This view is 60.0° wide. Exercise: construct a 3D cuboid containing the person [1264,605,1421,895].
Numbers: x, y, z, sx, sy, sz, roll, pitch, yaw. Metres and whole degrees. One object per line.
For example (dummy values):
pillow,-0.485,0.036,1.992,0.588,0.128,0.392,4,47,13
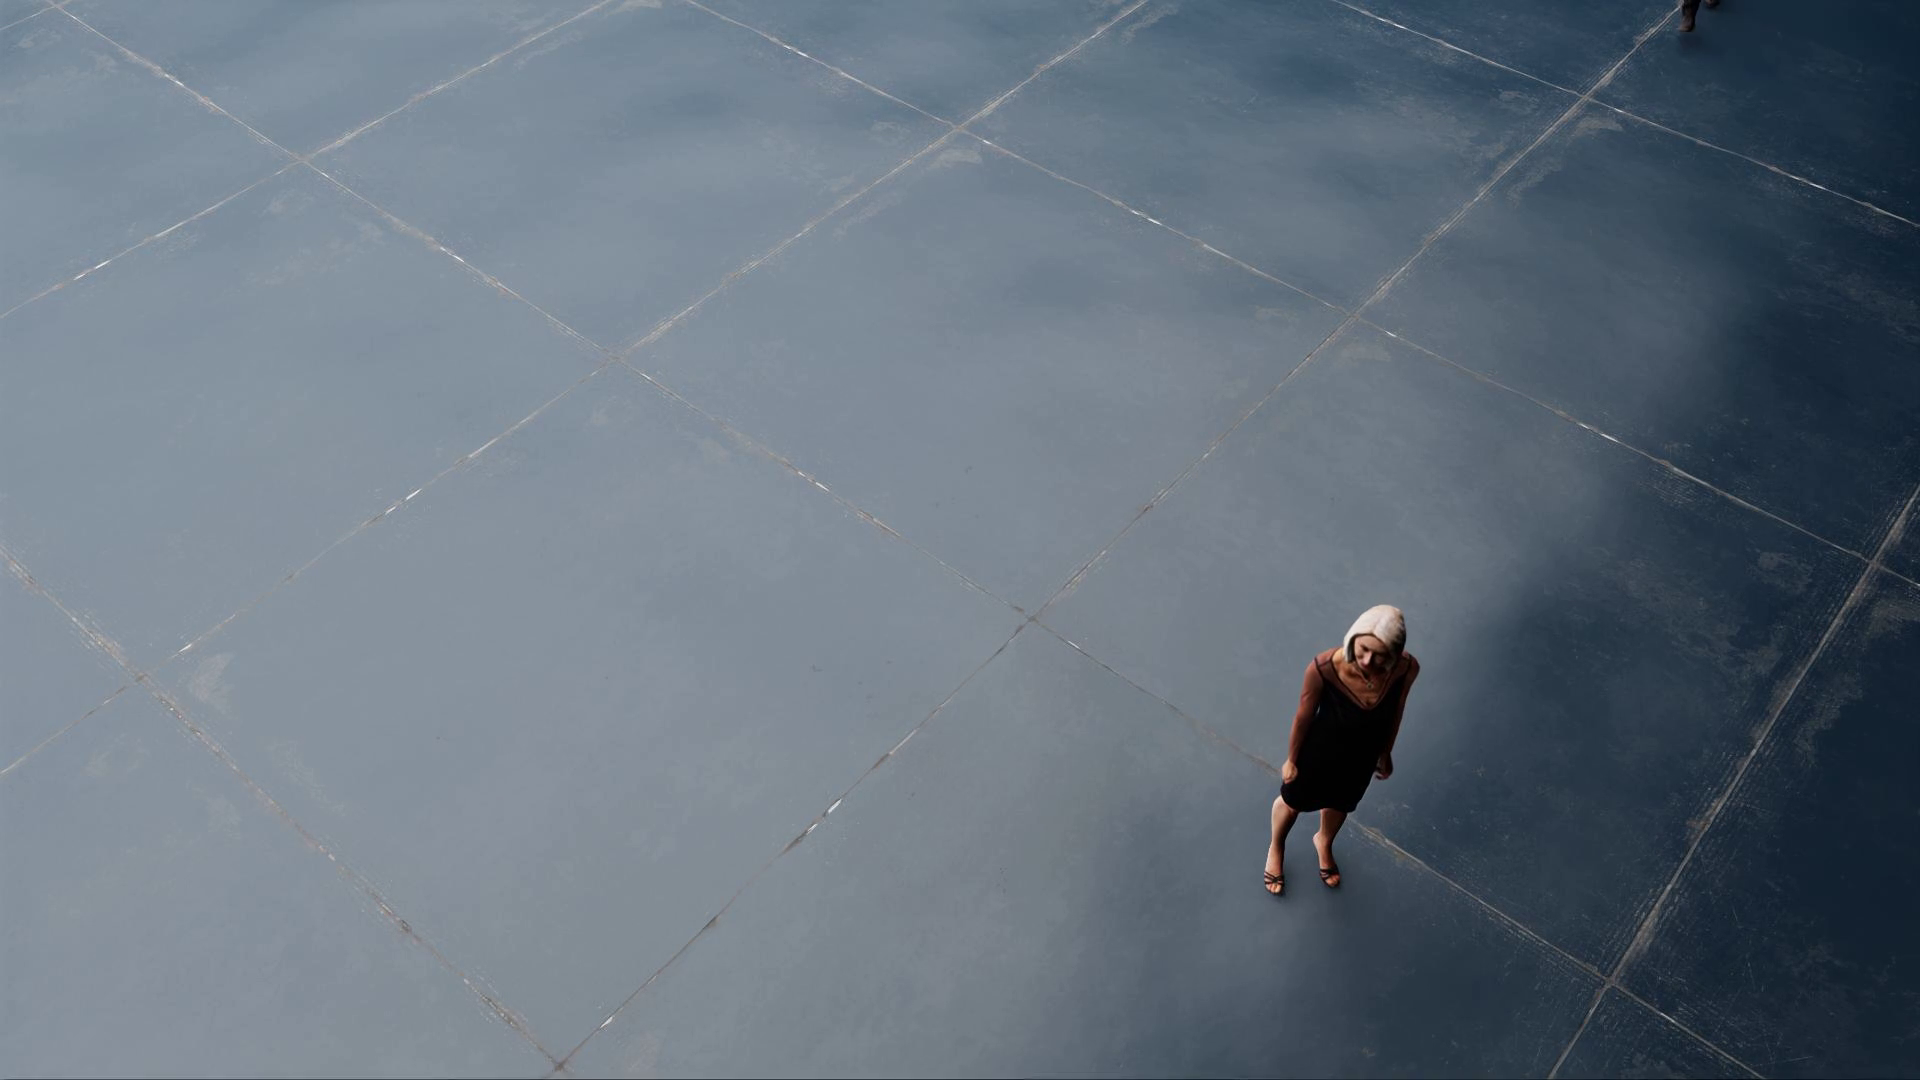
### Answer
person,1.478,0.815,6.506,0.663,1.743,0.718,-3,47,-3
